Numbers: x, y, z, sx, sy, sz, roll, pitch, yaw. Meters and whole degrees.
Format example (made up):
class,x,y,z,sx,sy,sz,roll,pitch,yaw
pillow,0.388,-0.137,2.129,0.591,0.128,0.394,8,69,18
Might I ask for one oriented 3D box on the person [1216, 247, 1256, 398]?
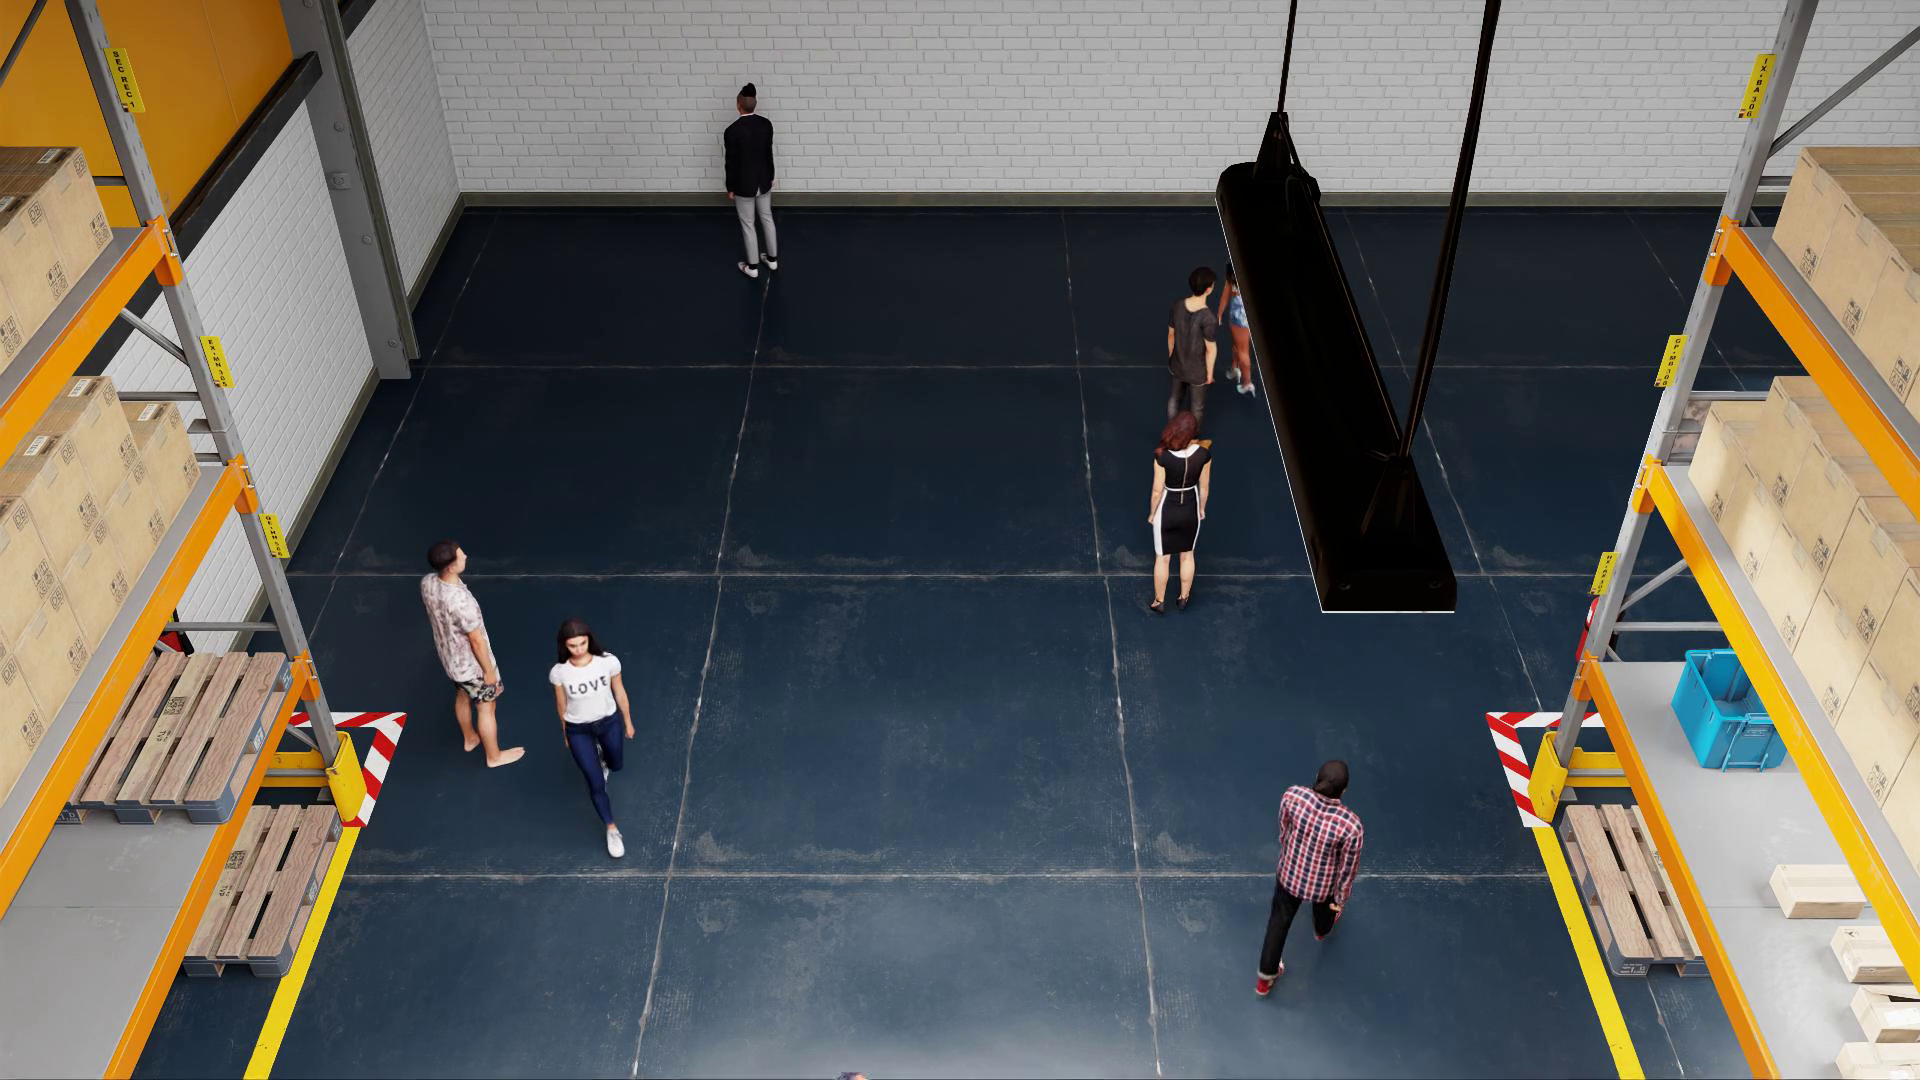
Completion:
class,x,y,z,sx,sy,sz,roll,pitch,yaw
person,2.513,-1.903,14.434,0.744,1.590,0.802,-25,45,-28

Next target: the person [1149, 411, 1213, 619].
class,x,y,z,sx,sy,sz,roll,pitch,yaw
person,1.581,-0.175,12.105,0.607,1.796,0.524,-5,39,-6

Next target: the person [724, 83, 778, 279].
class,x,y,z,sx,sy,sz,roll,pitch,yaw
person,-2.013,-3.499,16.141,0.782,1.952,0.822,-28,46,-31

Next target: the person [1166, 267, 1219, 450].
class,x,y,z,sx,sy,sz,roll,pitch,yaw
person,1.920,-1.491,13.816,0.696,1.716,0.755,32,48,33

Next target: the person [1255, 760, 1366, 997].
class,x,y,z,sx,sy,sz,roll,pitch,yaw
person,1.960,1.944,9.513,1.032,1.719,1.212,20,43,24

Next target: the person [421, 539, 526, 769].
class,x,y,z,sx,sy,sz,roll,pitch,yaw
person,-3.262,0.744,10.940,0.744,1.814,0.787,29,47,31

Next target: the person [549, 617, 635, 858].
class,x,y,z,sx,sy,sz,roll,pitch,yaw
person,-2.316,1.143,10.490,0.851,1.752,1.129,-13,40,-16
